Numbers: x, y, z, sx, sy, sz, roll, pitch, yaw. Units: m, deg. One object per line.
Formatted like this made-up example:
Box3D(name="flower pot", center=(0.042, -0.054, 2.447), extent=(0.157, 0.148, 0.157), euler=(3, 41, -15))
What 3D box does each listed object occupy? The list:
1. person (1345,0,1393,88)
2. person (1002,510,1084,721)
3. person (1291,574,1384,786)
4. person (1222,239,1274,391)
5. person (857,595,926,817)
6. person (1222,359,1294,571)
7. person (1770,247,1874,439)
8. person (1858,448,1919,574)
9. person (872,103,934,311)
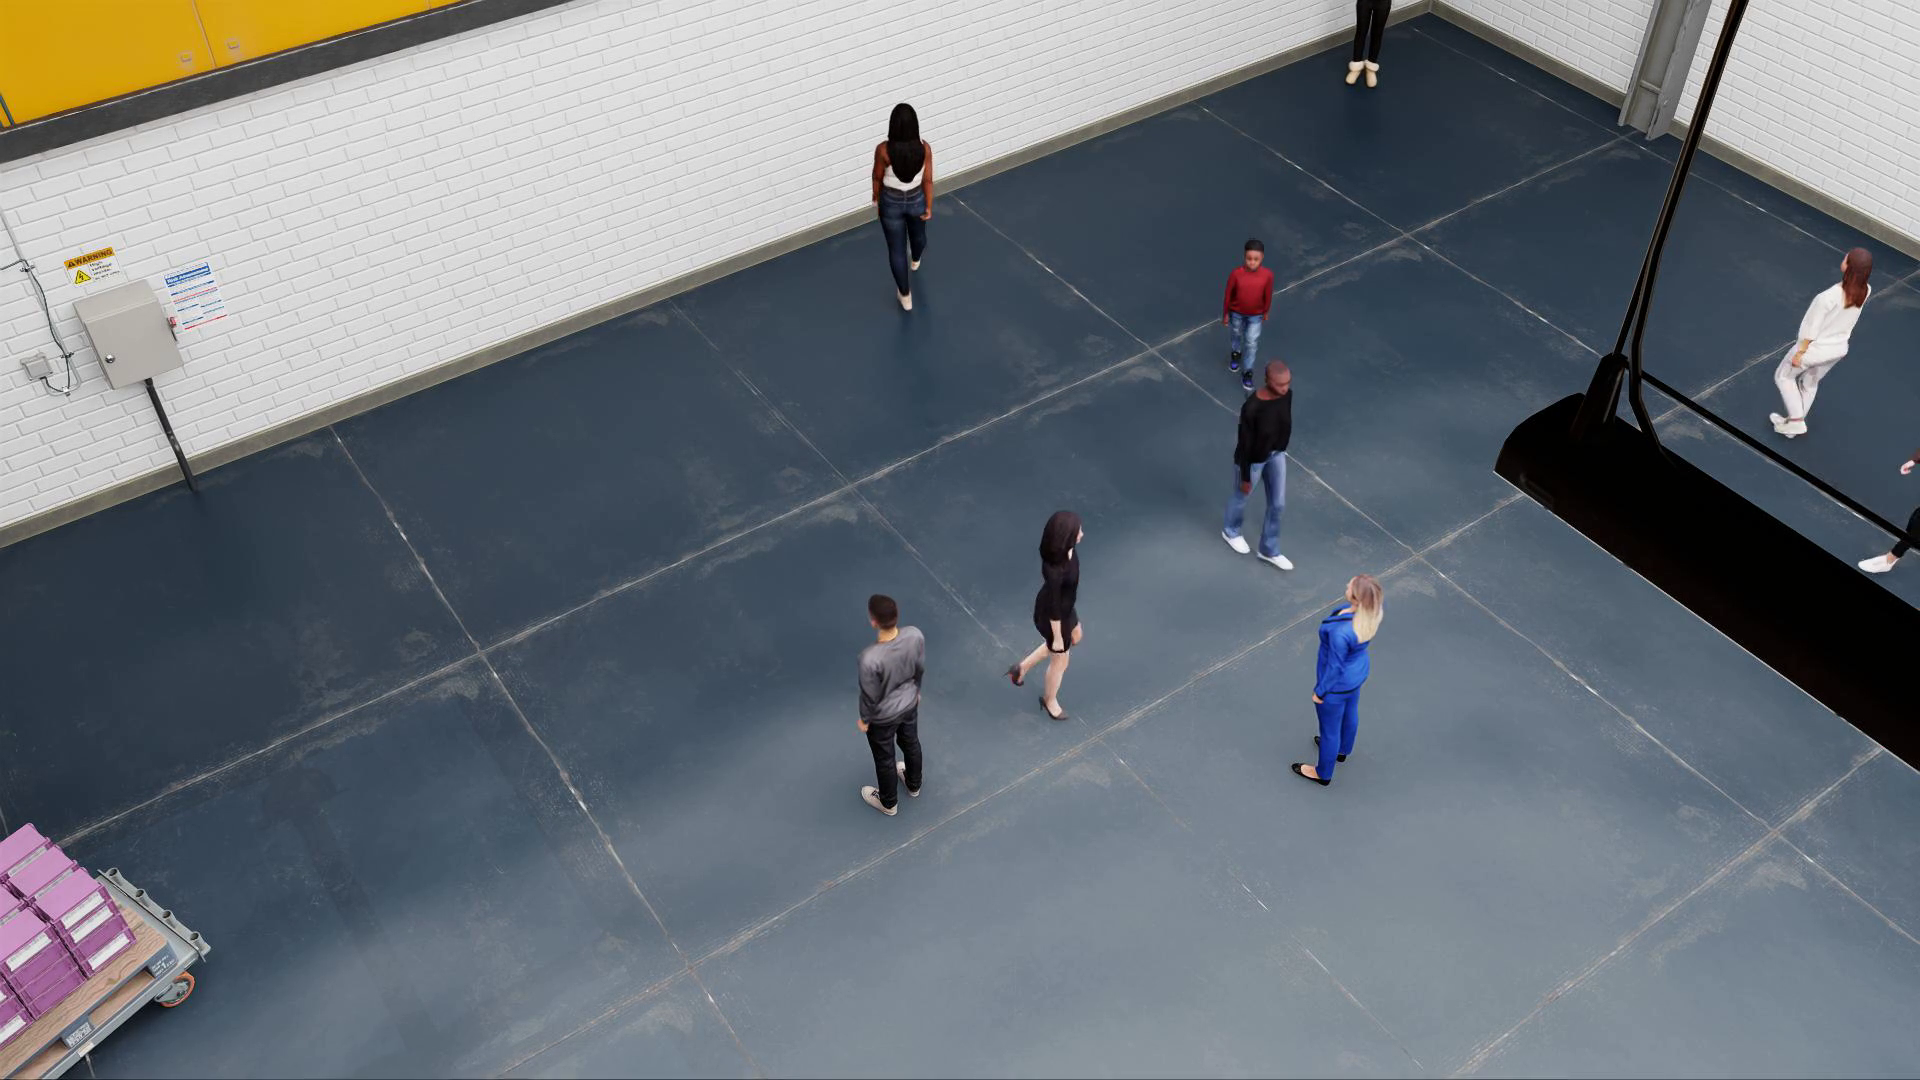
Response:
Box3D(name="person", center=(4.151, -5.419, 16.661), extent=(0.778, 1.661, 0.718), euler=(-18, 47, -18))
Box3D(name="person", center=(0.518, 0.470, 10.389), extent=(0.874, 1.787, 0.816), euler=(6, 44, 6))
Box3D(name="person", center=(2.327, 0.837, 10.067), extent=(0.621, 1.700, 0.664), euler=(31, 52, 29))
Box3D(name="person", center=(2.286, -1.877, 13.248), extent=(0.761, 1.242, 0.817), euler=(8, 44, 8))
Box3D(name="person", center=(-0.407, 0.976, 9.873), extent=(0.633, 1.766, 0.558), euler=(-30, 51, -28))
Box3D(name="person", center=(2.021, -0.603, 11.557), extent=(0.616, 1.730, 0.845), euler=(-24, 49, -23))
Box3D(name="person", center=(6.482, -1.409, 12.440), extent=(0.685, 1.679, 0.707), euler=(-15, 46, -15))
Box3D(name="person", center=(6.915, -0.453, 11.446), extent=(1.019, 1.665, 1.146), euler=(-5, 44, -5))
Box3D(name="person", center=(-0.461, -2.710, 13.735), extent=(0.902, 1.775, 1.136), euler=(-8, 44, -8))
